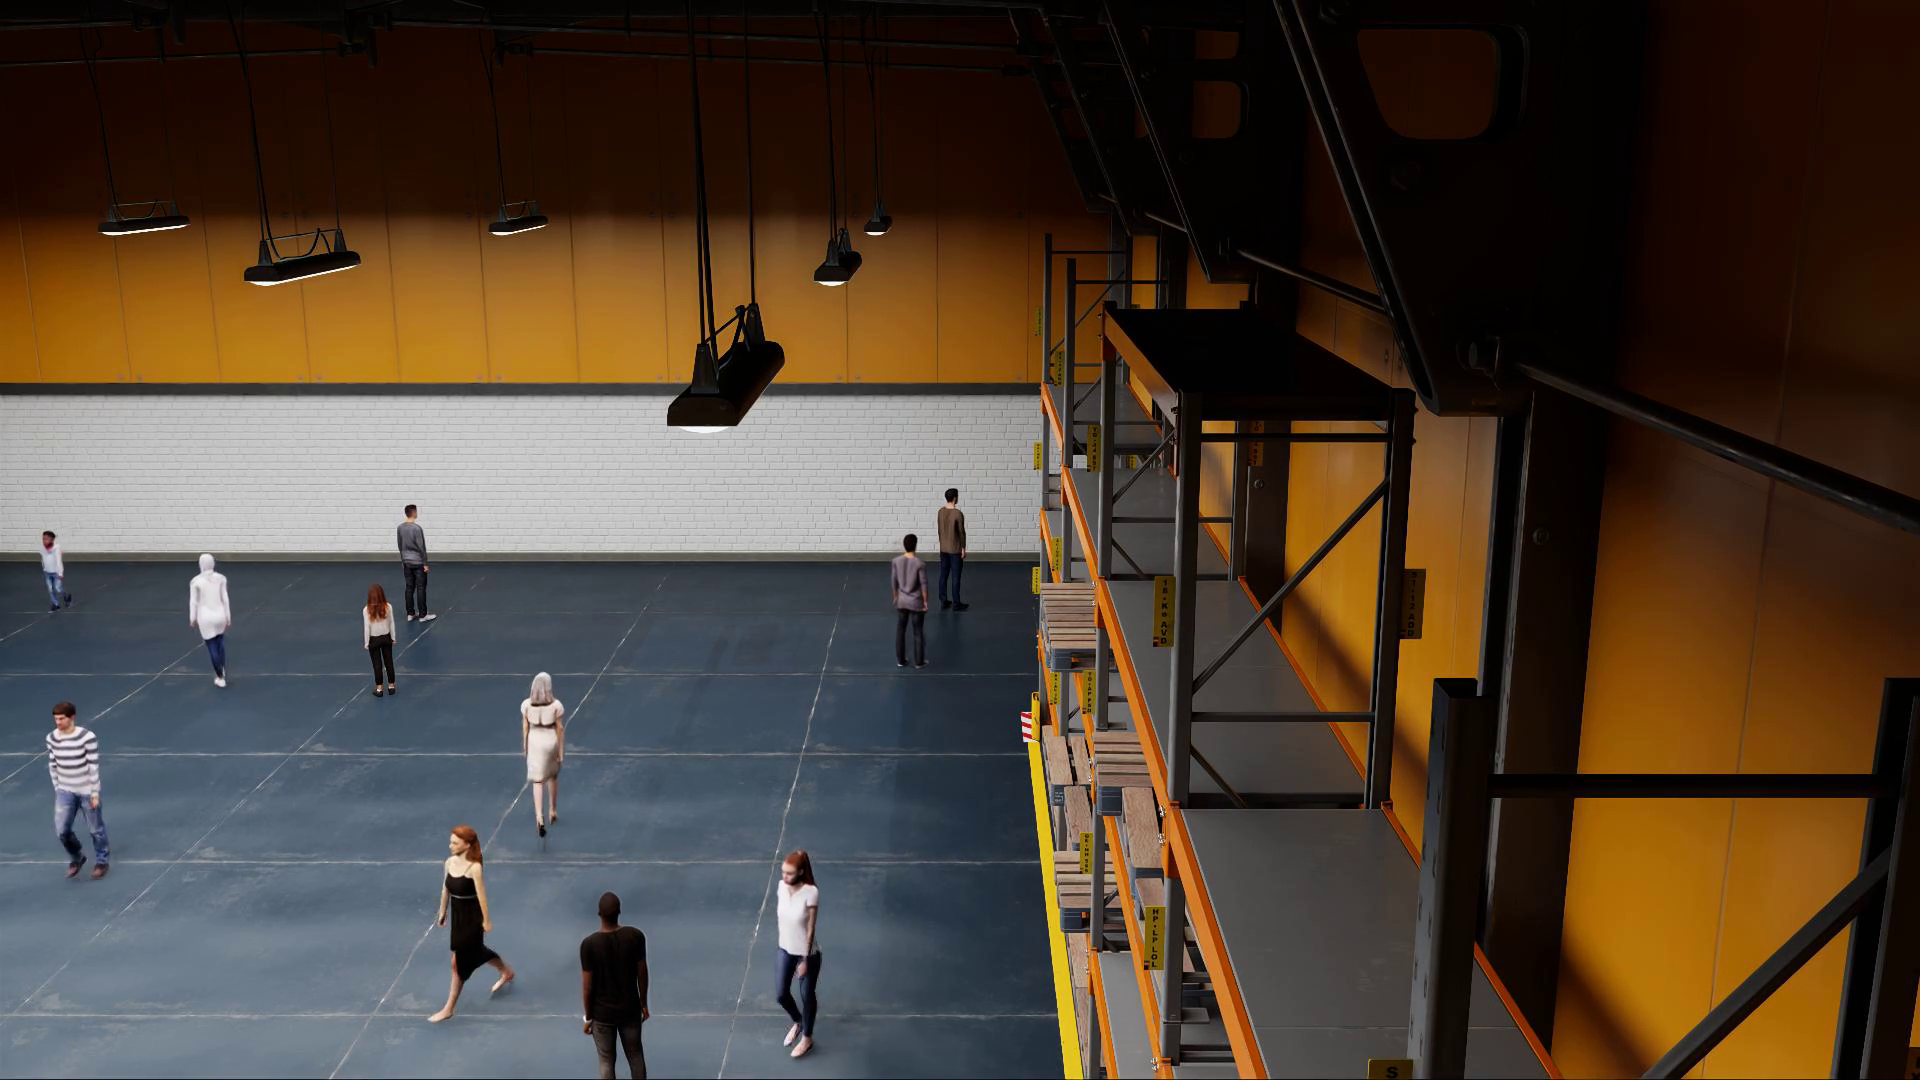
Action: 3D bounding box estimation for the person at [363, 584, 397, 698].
[{"bbox_3d":[-7.498,1.288,21.508,0.624,1.485,0.654,-9,16,-34],"label":"person"}]

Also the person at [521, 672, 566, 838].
[{"bbox_3d":[-4.295,2.236,17.116,0.702,1.710,1.113,-2,14,-8],"label":"person"}]

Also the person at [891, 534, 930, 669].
[{"bbox_3d":[-0.698,0.828,22.632,0.753,1.851,0.687,5,15,20],"label":"person"}]

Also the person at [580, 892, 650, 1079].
[{"bbox_3d":[-2.499,3.407,12.081,0.706,1.805,0.670,-6,15,-22],"label":"person"}]

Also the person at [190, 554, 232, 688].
[{"bbox_3d":[-9.788,1.076,21.810,0.897,1.756,0.967,-12,18,-42],"label":"person"}]

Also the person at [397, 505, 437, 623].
[{"bbox_3d":[-8.155,0.336,24.851,0.687,1.762,0.650,5,14,20],"label":"person"}]

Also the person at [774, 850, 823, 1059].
[{"bbox_3d":[-1.201,3.212,13.057,0.669,1.724,0.719,8,16,29],"label":"person"}]

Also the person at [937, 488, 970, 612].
[{"bbox_3d":[-0.134,0.130,25.439,0.732,1.887,0.762,10,17,37],"label":"person"}]

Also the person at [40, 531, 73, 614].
[{"bbox_3d":[-13.804,0.469,25.390,0.514,1.250,0.656,1,14,6],"label":"person"}]

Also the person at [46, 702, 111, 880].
[{"bbox_3d":[-8.517,2.401,16.179,0.667,1.830,0.695,-1,14,-3],"label":"person"}]

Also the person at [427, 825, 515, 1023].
[{"bbox_3d":[-3.990,3.115,13.769,1.019,1.578,1.151,11,17,38],"label":"person"}]
